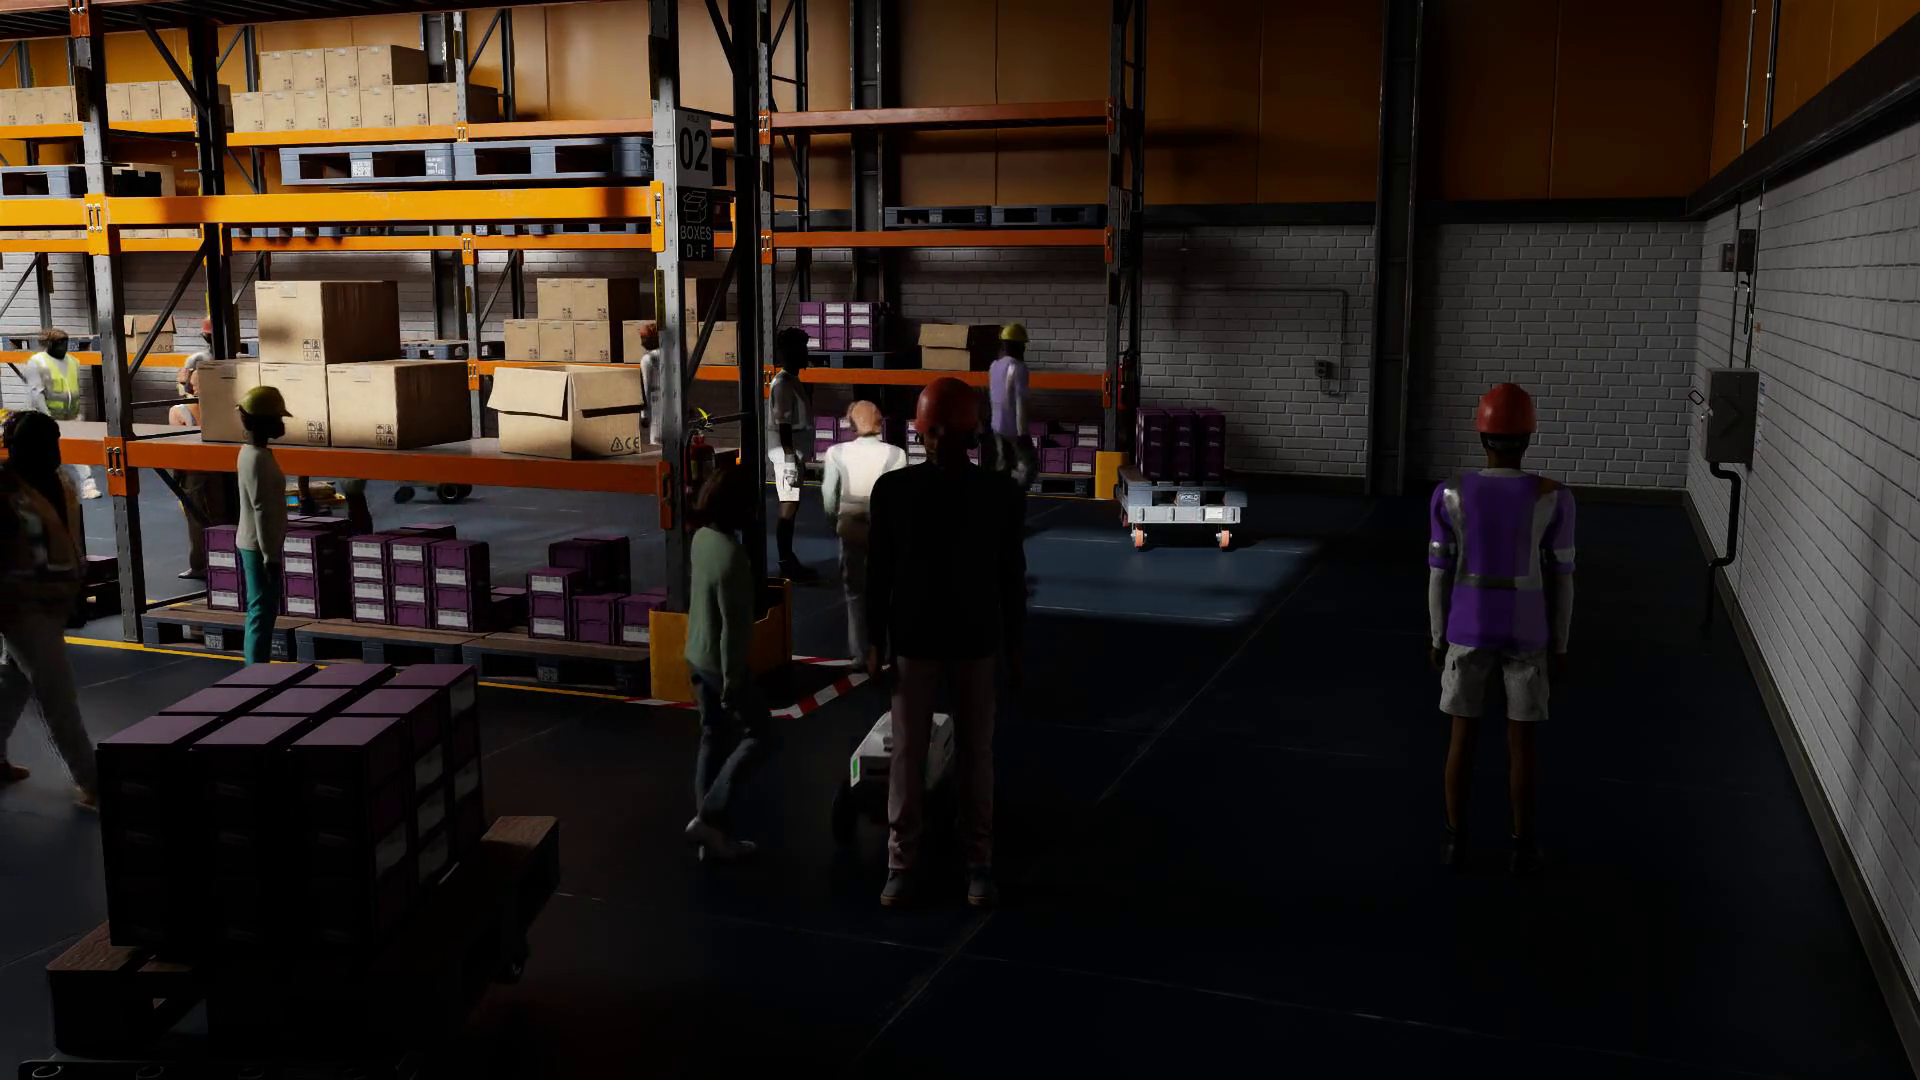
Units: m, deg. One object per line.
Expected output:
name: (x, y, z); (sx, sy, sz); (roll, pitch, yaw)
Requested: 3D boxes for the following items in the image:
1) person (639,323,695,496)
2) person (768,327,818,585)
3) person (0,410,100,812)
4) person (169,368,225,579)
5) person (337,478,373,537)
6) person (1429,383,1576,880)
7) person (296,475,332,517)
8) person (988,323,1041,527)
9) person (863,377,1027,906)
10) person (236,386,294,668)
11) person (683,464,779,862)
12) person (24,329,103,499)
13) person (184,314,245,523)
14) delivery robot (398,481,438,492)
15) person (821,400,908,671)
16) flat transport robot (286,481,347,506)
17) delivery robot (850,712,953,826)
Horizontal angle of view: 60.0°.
person: (-3.108, -1.396, 17.854); (0.353, 1.856, 0.746); (7, 12, 38)
person: (-1.280, -0.644, 12.734); (0.367, 1.966, 0.607); (0, 9, -1)
person: (-4.149, 0.304, 7.399); (0.933, 1.783, 0.674); (0, 9, 0)
person: (-5.928, -0.520, 12.963); (0.305, 1.645, 0.522); (3, 10, 20)
person: (-4.938, -0.705, 13.313); (0.794, 1.894, 0.572); (5, 10, 28)
person: (2.104, 0.360, 6.506); (0.545, 1.943, 0.347); (4, 10, 21)
person: (-6.379, -1.193, 16.308); (0.383, 1.927, 0.543); (-3, 10, -18)
person: (0.503, -1.047, 15.399); (0.477, 1.913, 0.599); (-6, 11, -33)
person: (-0.055, 0.387, 6.203); (0.609, 1.985, 0.392); (0, 9, -1)
person: (-3.750, 0.047, 9.032); (0.330, 1.765, 0.533); (-4, 10, -26)
person: (-0.917, 0.499, 6.654); (0.354, 1.614, 0.495); (-6, 11, -31)
person: (-9.518, -1.319, 17.522); (0.946, 1.802, 0.623); (5, 10, 30)
person: (-6.612, -1.028, 14.925); (0.389, 2.042, 0.615); (5, 10, 30)
delivery robot: (-5.499, -0.710, 17.273); (0.707, 0.478, 0.477); (-1, 9, -5)
person: (-0.565, -0.027, 9.960); (0.534, 1.617, 0.540); (0, 9, 0)
flat transport robot: (-6.961, -0.435, 16.731); (1.431, 0.197, 0.652); (-6, 11, -34)
delivery robot: (-0.238, 0.916, 7.065); (0.477, 0.478, 0.707); (1, 9, 8)
